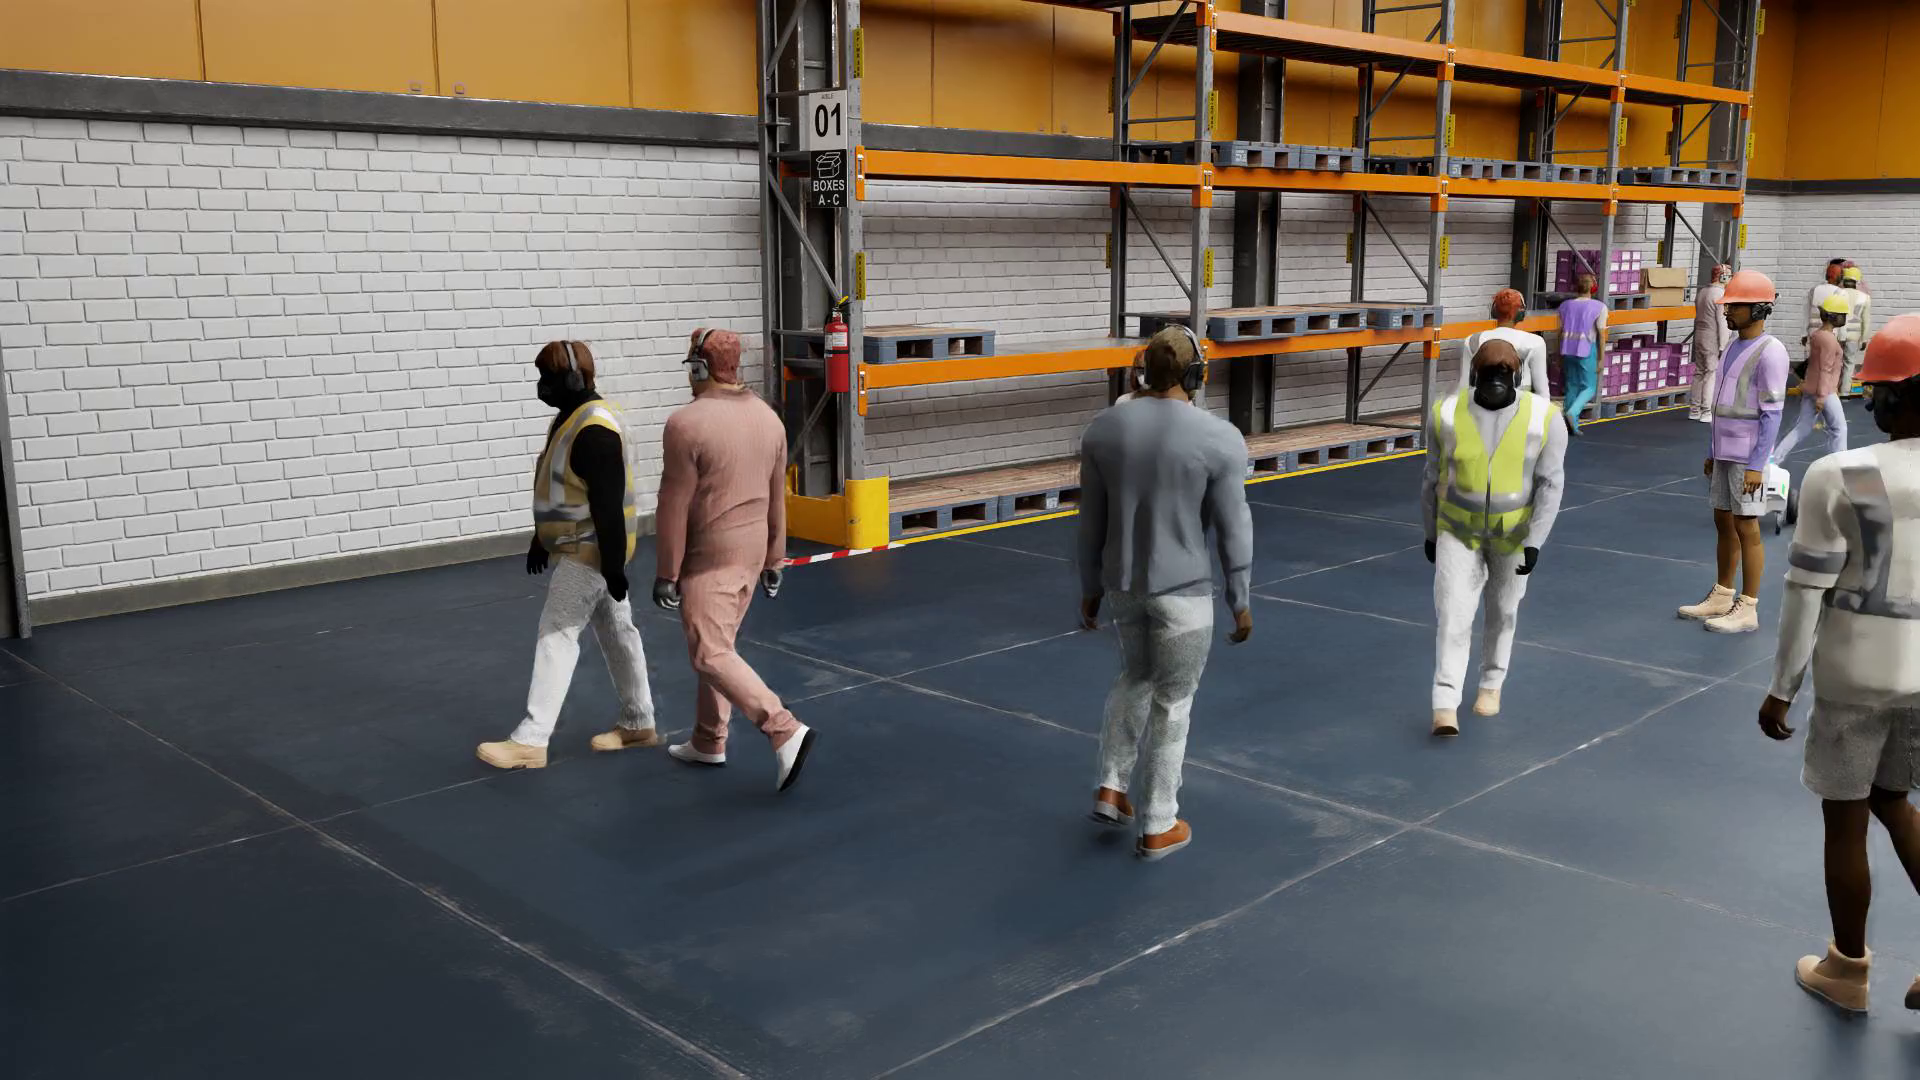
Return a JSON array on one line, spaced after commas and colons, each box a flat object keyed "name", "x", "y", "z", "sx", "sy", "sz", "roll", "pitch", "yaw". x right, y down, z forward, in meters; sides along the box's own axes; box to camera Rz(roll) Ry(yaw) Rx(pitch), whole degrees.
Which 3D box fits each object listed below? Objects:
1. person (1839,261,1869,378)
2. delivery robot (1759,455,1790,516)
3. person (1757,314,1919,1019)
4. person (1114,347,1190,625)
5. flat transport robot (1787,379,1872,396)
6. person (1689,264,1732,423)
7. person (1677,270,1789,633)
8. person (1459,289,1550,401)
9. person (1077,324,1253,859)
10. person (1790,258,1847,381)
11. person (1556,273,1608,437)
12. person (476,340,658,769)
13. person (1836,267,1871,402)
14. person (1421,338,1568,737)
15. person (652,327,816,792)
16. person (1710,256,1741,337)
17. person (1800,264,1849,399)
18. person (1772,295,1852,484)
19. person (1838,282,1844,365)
[{"name": "person", "x": 12.678, "y": -3.036, "z": 23.760, "sx": 0.696, "sy": 1.873, "sz": 0.504, "roll": -6, "pitch": 12, "yaw": -29}, {"name": "delivery robot", "x": 6.181, "y": -0.412, "z": 12.787, "sx": 0.477, "sy": 0.478, "sz": 0.707, "roll": 5, "pitch": 12, "yaw": 27}, {"name": "person", "x": 2.606, "y": 0.391, "z": 4.652, "sx": 0.611, "sy": 2.028, "sz": 0.500, "roll": -1, "pitch": 10, "yaw": -5}, {"name": "person", "x": 1.149, "y": -0.334, "z": 9.749, "sx": 0.506, "sy": 1.610, "sz": 0.698, "roll": 6, "pitch": 12, "yaw": 31}, {"name": "flat transport robot", "x": 12.328, "y": -2.129, "z": 23.185, "sx": 1.431, "sy": 0.197, "sz": 0.652, "roll": -4, "pitch": 11, "yaw": -23}, {"name": "person", "x": 9.065, "y": -2.354, "z": 19.986, "sx": 0.399, "sy": 1.900, "sz": 0.636, "roll": -1, "pitch": 10, "yaw": -4}, {"name": "person", "x": 4.406, "y": -0.495, "z": 9.438, "sx": 0.371, "sy": 2.044, "sz": 0.608, "roll": 0, "pitch": 10, "yaw": -2}, {"name": "person", "x": 3.873, "y": -0.843, "z": 11.814, "sx": 0.580, "sy": 1.862, "sz": 0.578, "roll": 8, "pitch": 13, "yaw": 39}, {"name": "person", "x": 0.741, "y": 0.191, "z": 6.025, "sx": 0.646, "sy": 1.925, "sz": 0.453, "roll": 8, "pitch": 13, "yaw": 36}, {"name": "person", "x": 12.680, "y": -3.203, "z": 24.528, "sx": 0.632, "sy": 1.921, "sz": 0.709, "roll": -9, "pitch": 14, "yaw": -41}, {"name": "person", "x": 6.821, "y": -2.023, "z": 18.371, "sx": 0.595, "sy": 1.830, "sz": 0.574, "roll": -9, "pitch": 14, "yaw": -42}, {"name": "person", "x": -1.711, "y": 0.063, "z": 7.066, "sx": 0.886, "sy": 1.803, "sz": 0.628, "roll": -3, "pitch": 11, "yaw": -17}, {"name": "person", "x": 11.882, "y": -2.751, "z": 22.349, "sx": 0.616, "sy": 1.813, "sz": 0.476, "roll": 8, "pitch": 13, "yaw": 36}, {"name": "person", "x": 2.375, "y": -0.005, "z": 7.481, "sx": 0.619, "sy": 1.782, "sz": 1.017, "roll": 4, "pitch": 11, "yaw": 19}, {"name": "person", "x": -0.927, "y": 0.077, "z": 6.779, "sx": 0.816, "sy": 1.879, "sz": 0.643, "roll": 6, "pitch": 12, "yaw": 29}, {"name": "person", "x": 11.274, "y": -3.190, "z": 24.420, "sx": 0.629, "sy": 1.940, "sz": 0.376, "roll": 0, "pitch": 10, "yaw": 2}, {"name": "person", "x": 11.493, "y": -2.728, "z": 22.078, "sx": 0.404, "sy": 1.867, "sz": 0.591, "roll": -5, "pitch": 12, "yaw": -26}, {"name": "person", "x": 7.672, "y": -1.314, "z": 14.859, "sx": 0.878, "sy": 1.736, "sz": 0.524, "roll": 2, "pitch": 11, "yaw": 10}, {"name": "person", "x": 12.061, "y": -2.770, "z": 22.985, "sx": 0.532, "sy": 1.631, "sz": 0.336, "roll": 3, "pitch": 11, "yaw": 14}]
